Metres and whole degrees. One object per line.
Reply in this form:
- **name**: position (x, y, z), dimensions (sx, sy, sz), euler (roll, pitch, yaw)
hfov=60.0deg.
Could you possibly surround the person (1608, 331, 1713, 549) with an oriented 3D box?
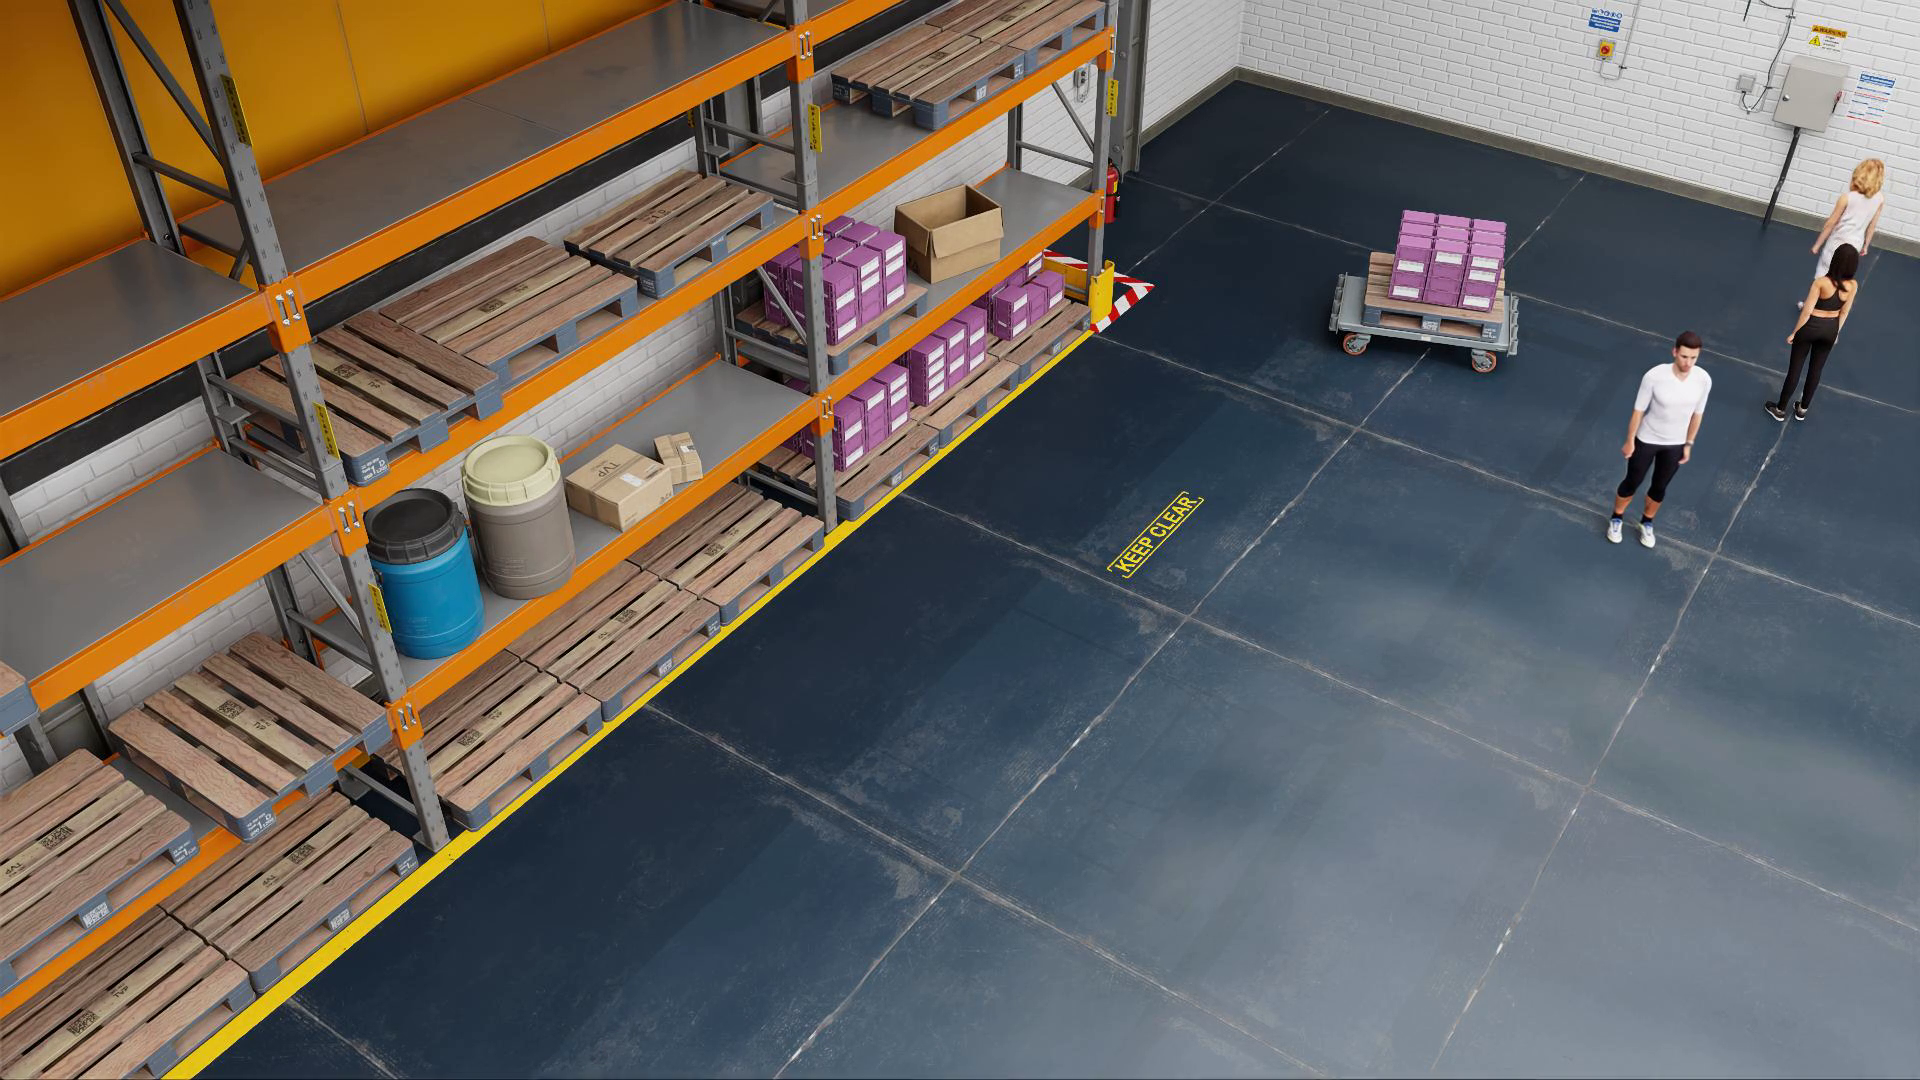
- **person**: position (5.301, -0.776, 12.579), dimensions (0.740, 1.848, 0.737), euler (4, 39, 5)

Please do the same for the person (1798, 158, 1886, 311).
- **person**: position (8.020, -2.655, 15.086), dimensions (0.862, 1.657, 0.928), euler (-4, 39, -4)

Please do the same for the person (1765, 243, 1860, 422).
- **person**: position (7.186, -1.735, 13.945), dimensions (0.634, 1.643, 0.651), euler (2, 39, 2)
